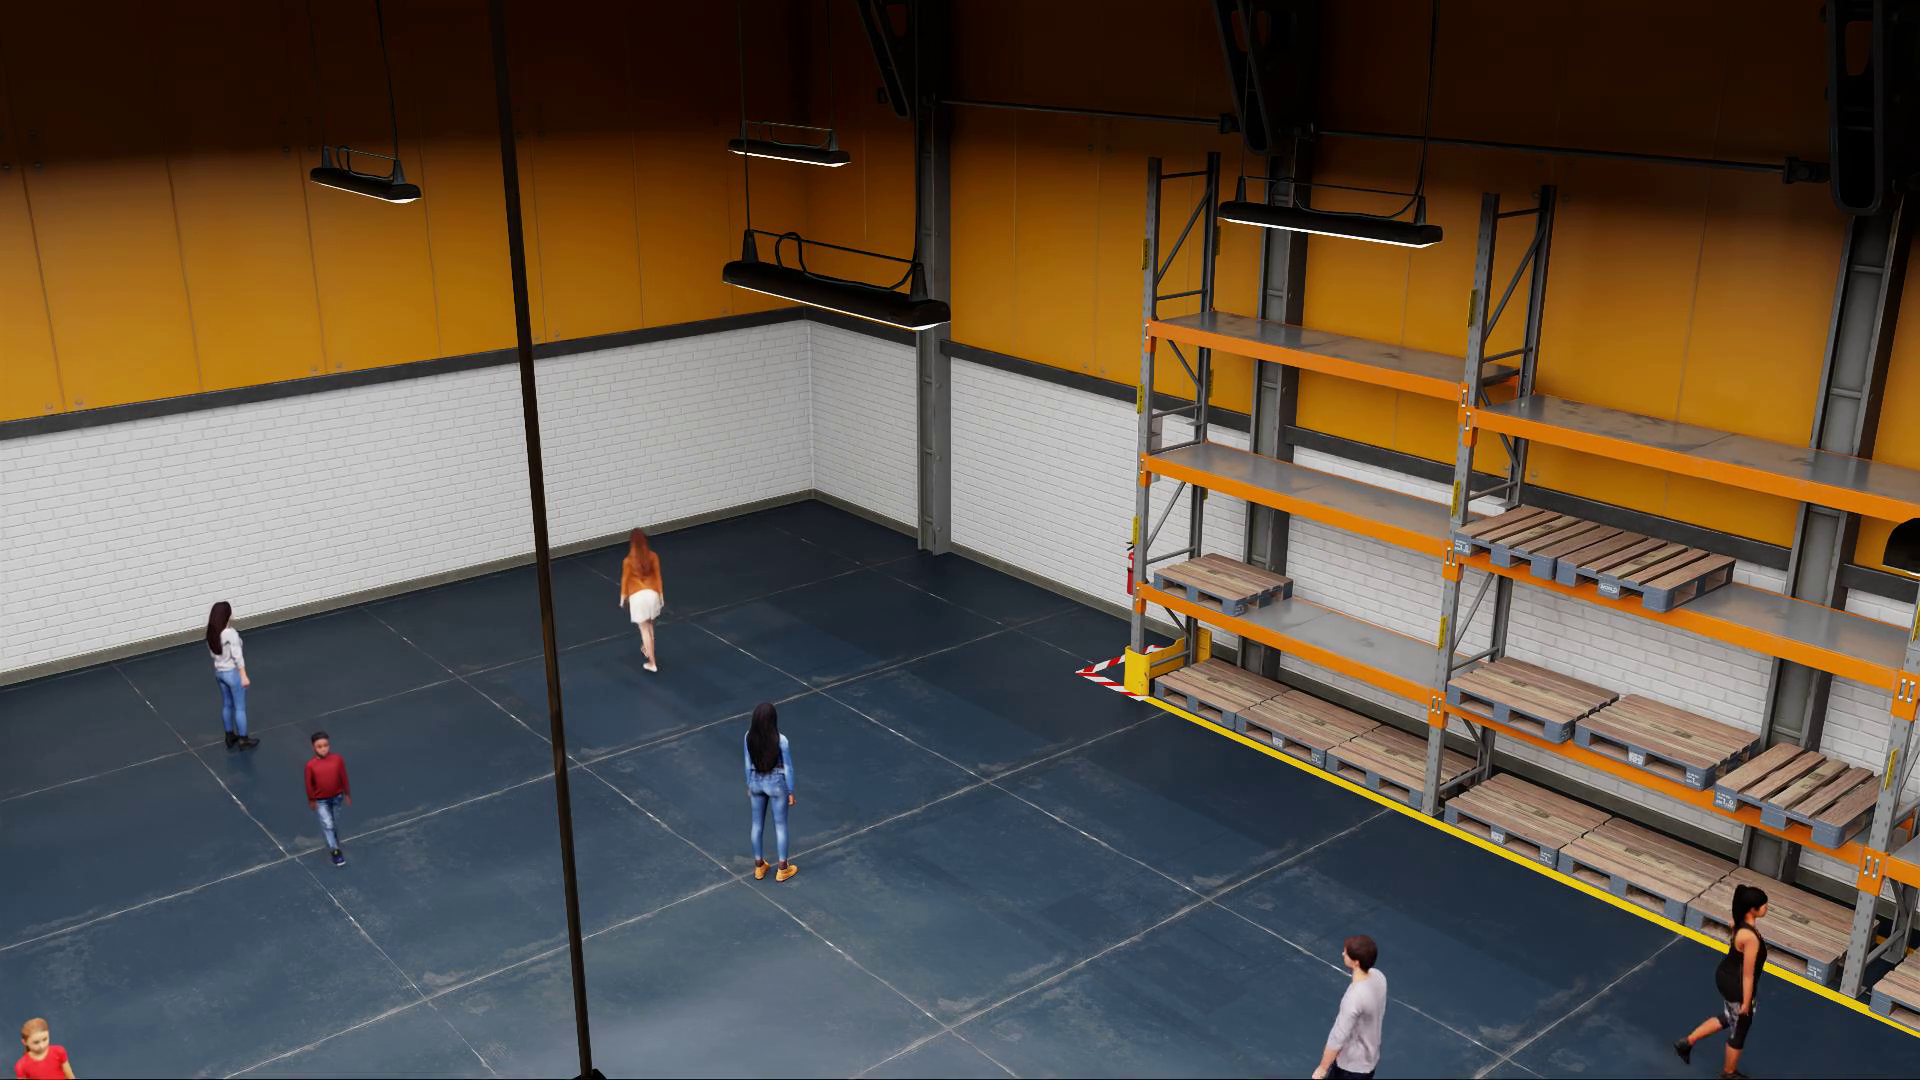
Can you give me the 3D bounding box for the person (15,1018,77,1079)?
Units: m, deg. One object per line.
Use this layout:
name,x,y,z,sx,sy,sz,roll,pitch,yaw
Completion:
person,-6.083,3.745,11.105,0.492,1.303,0.552,-17,25,-40

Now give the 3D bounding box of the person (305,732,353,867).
person,-5.862,2.342,15.397,0.564,1.223,0.901,-12,22,-32

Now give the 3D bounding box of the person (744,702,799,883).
person,-1.712,2.247,14.912,0.633,1.713,0.741,6,19,16

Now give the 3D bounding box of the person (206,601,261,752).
person,-7.683,1.424,17.483,0.565,1.631,0.719,10,21,28

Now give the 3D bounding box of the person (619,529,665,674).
person,-3.660,0.734,19.433,0.685,1.694,0.934,-12,22,-32

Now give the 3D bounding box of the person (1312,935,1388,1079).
person,2.722,3.492,11.056,1.084,1.813,0.887,10,21,26

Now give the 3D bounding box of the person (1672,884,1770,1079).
person,5.576,3.228,12.089,0.944,1.654,0.869,3,19,9
